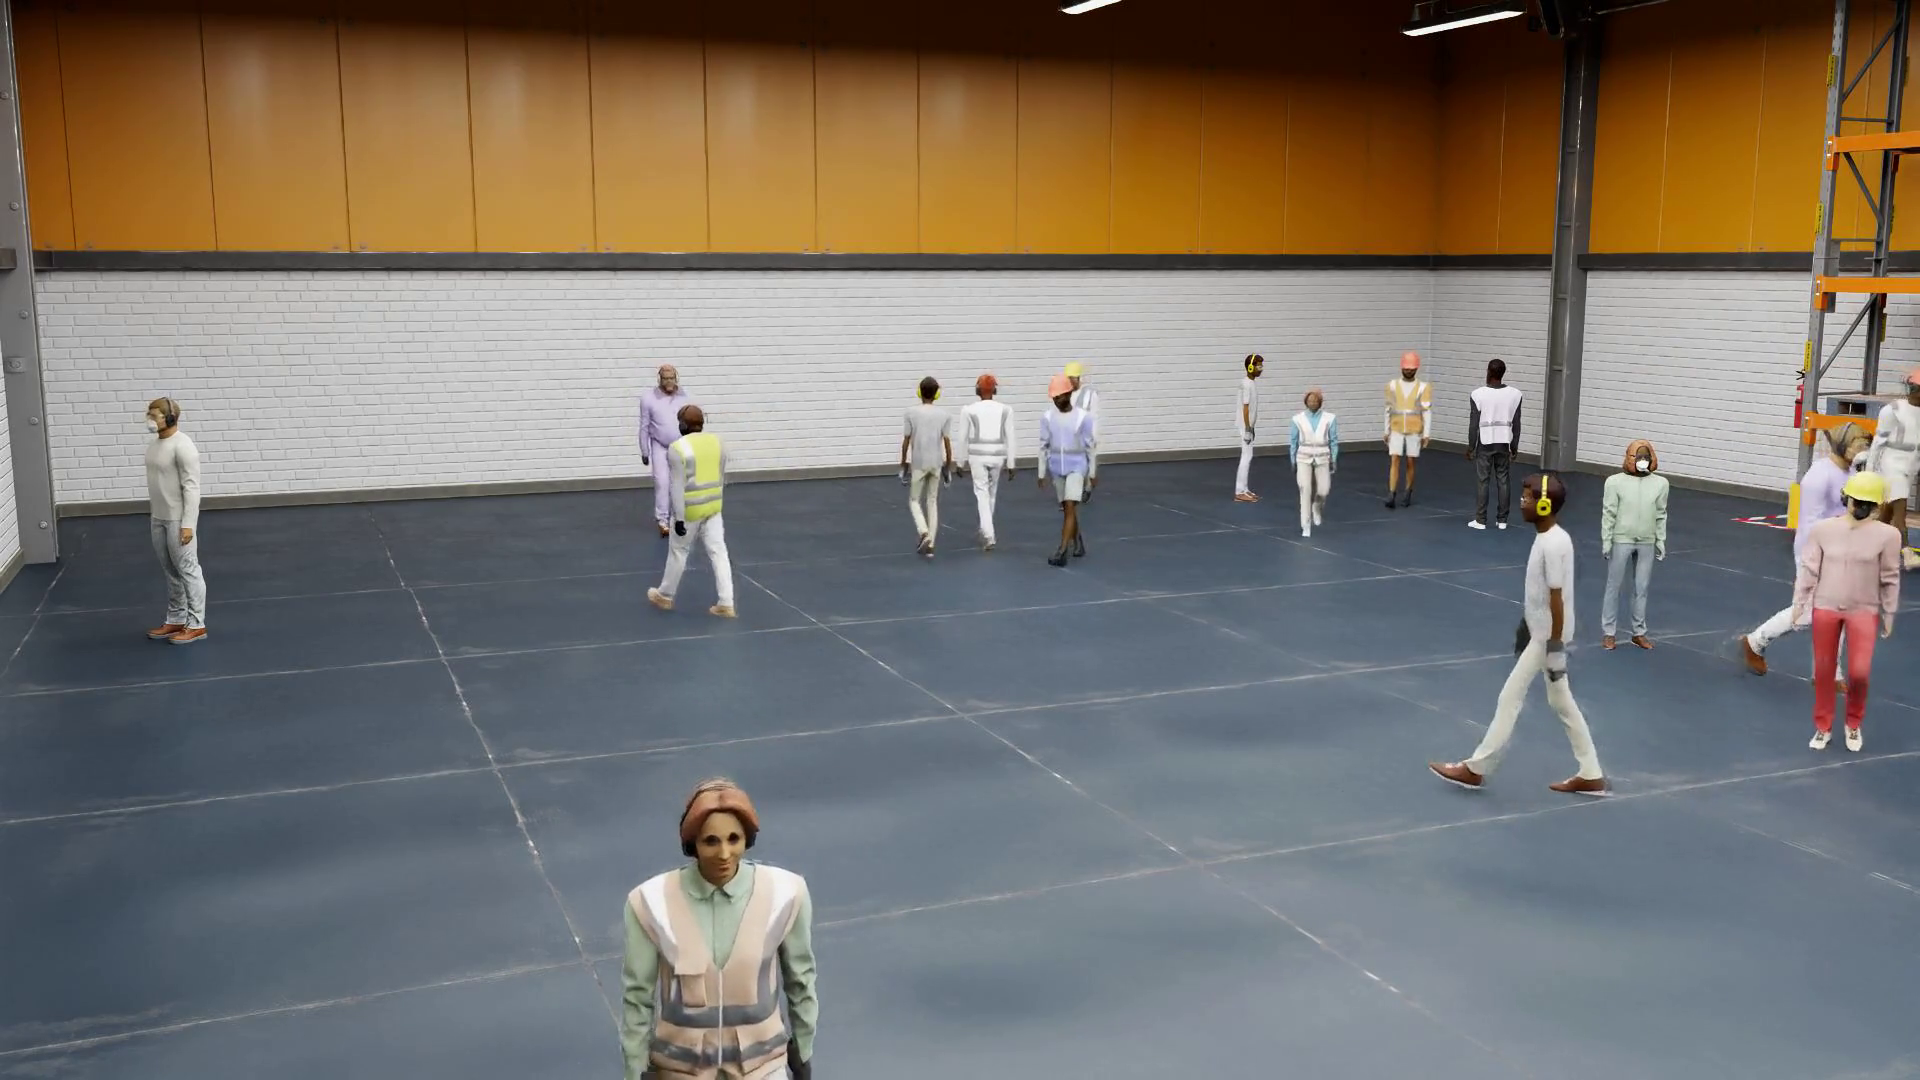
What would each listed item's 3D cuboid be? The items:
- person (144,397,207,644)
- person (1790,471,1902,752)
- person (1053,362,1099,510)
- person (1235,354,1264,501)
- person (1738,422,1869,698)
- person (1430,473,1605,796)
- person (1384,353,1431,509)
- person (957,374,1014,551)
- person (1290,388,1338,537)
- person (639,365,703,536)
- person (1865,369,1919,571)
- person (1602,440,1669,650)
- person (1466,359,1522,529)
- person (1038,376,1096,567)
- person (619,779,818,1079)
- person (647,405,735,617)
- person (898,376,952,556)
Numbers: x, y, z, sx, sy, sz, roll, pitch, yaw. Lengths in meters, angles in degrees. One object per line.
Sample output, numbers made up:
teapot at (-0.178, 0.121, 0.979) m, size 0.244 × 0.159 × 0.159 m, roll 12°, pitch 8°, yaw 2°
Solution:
person at (-6.198, -0.156, 13.095) m, size 0.628 × 1.940 × 0.373 m, roll 7°, pitch 12°, yaw 38°
person at (5.361, 0.438, 10.091) m, size 0.553 × 1.743 × 0.411 m, roll 7°, pitch 11°, yaw 35°
person at (1.423, -1.291, 20.390) m, size 0.592 × 1.809 × 0.829 m, roll 2°, pitch 10°, yaw 15°
person at (3.650, -1.410, 20.961) m, size 0.345 × 1.855 × 0.531 m, roll 2°, pitch 10°, yaw 13°
person at (5.903, 0.113, 11.553) m, size 0.634 × 1.913 × 0.775 m, roll -6°, pitch 11°, yaw -34°
person at (3.191, 0.531, 9.308) m, size 0.953 × 1.817 × 0.533 m, roll 4°, pitch 10°, yaw 23°
person at (5.448, -1.329, 20.304) m, size 0.568 × 1.899 × 0.814 m, roll 4°, pitch 10°, yaw 21°
person at (0.280, -0.823, 17.475) m, size 0.589 × 1.839 × 1.003 m, roll -2°, pitch 10°, yaw -15°
person at (3.884, -0.865, 18.319) m, size 0.519 × 1.631 × 0.509 m, roll 1°, pitch 9°, yaw 7°
person at (-3.146, -0.973, 18.267) m, size 0.658 × 1.868 × 0.895 m, roll -4°, pitch 10°, yaw -23°
person at (9.234, -0.707, 16.297) m, size 0.649 × 1.975 × 1.075 m, roll -2°, pitch 10°, yaw -10°
person at (5.204, 0.038, 12.846) m, size 0.500 × 1.633 × 0.281 m, roll 0°, pitch 9°, yaw 0°
person at (6.006, -1.074, 18.714) m, size 0.596 × 1.921 × 0.386 m, roll -1°, pitch 9°, yaw -3°
person at (1.059, -0.704, 16.622) m, size 0.558 × 1.875 × 1.029 m, roll 4°, pitch 10°, yaw 24°
person at (-0.637, 1.429, 4.434) m, size 0.527 × 1.628 × 0.363 m, roll -2°, pitch 10°, yaw -9°
person at (-2.271, -0.254, 14.140) m, size 0.973 × 1.786 × 0.650 m, roll 8°, pitch 13°, yaw 41°
person at (-0.356, -0.735, 16.893) m, size 0.563 × 1.842 × 0.437 m, roll -2°, pitch 10°, yaw -11°
